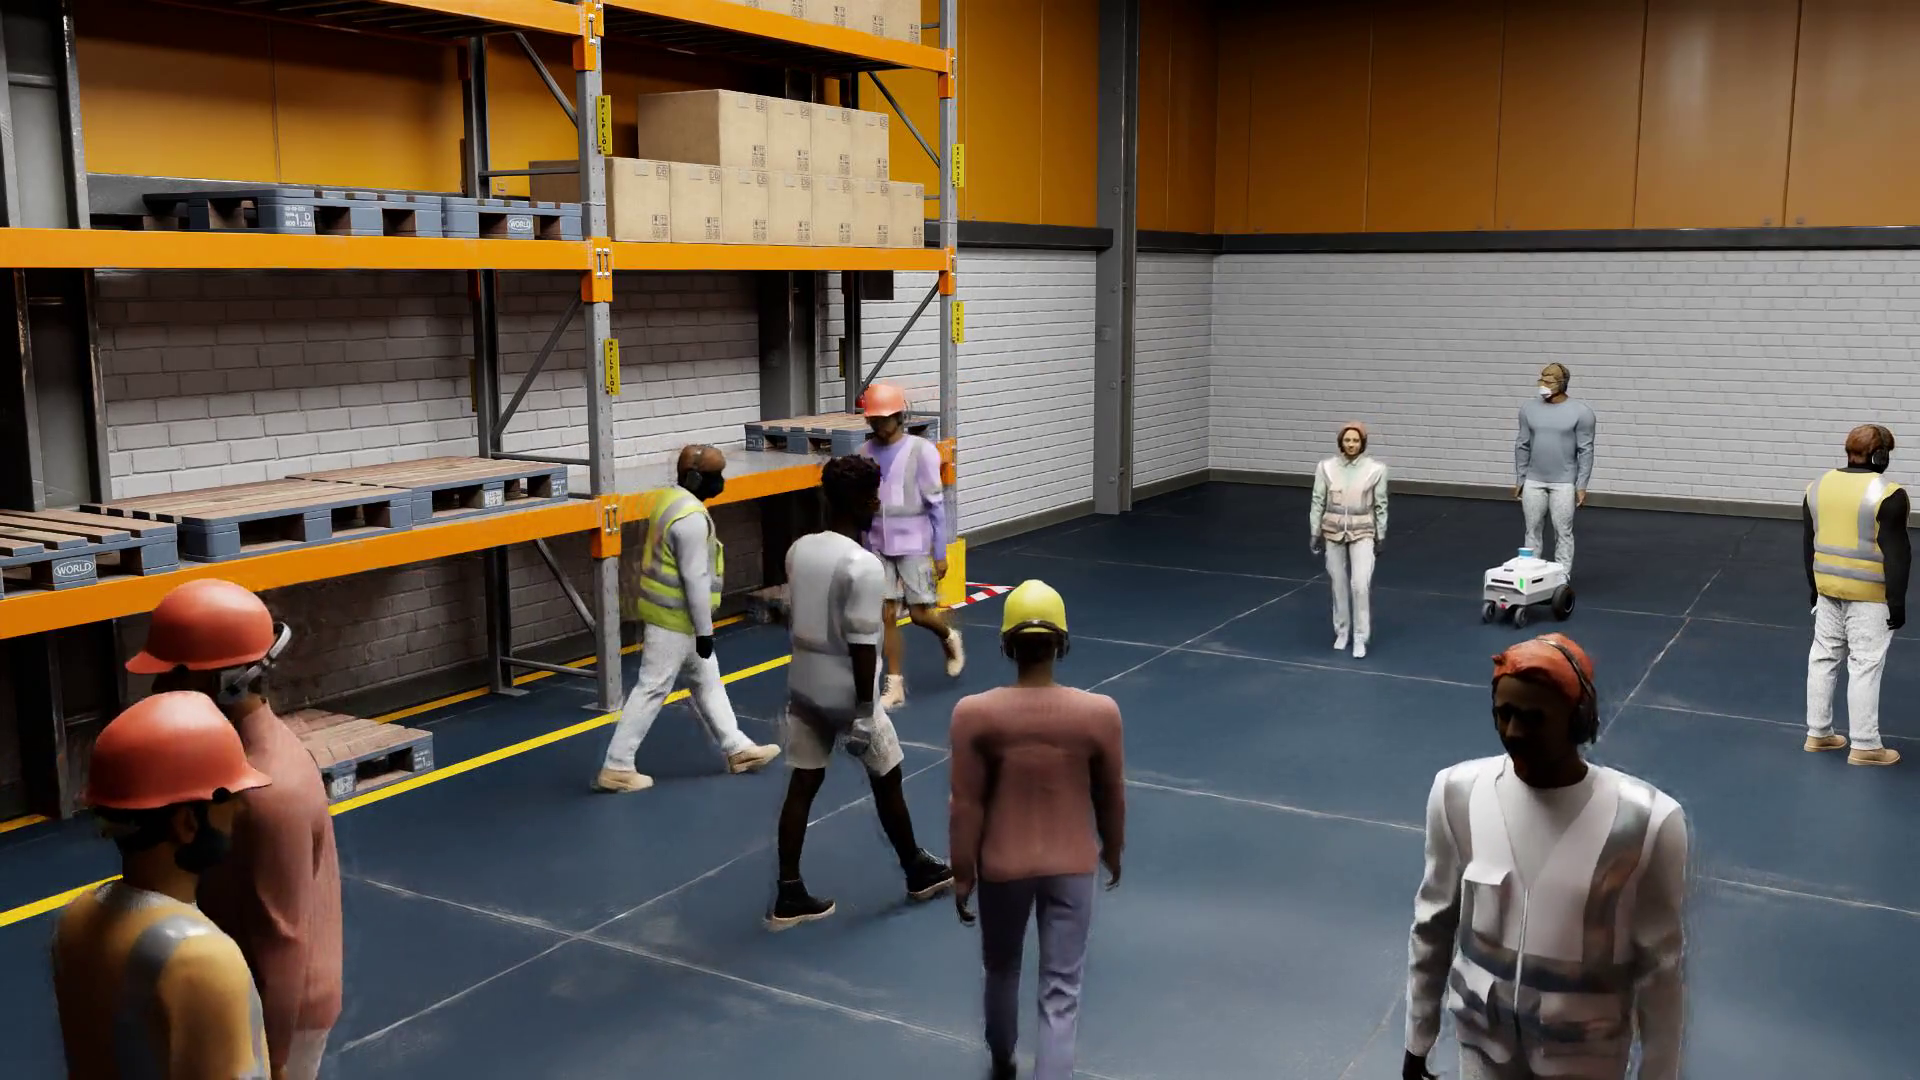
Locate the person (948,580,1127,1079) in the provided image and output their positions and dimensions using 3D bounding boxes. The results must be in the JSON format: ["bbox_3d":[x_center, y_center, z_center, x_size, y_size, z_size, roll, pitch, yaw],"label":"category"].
[{"bbox_3d":[0.244,0.977,5.112,0.540,1.720,0.889,1,9,5],"label":"person"}]

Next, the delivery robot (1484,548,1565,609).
[{"bbox_3d":[4.300,0.303,12.664,0.707,0.478,0.477,-9,13,-43],"label":"delivery robot"}]

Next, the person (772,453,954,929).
[{"bbox_3d":[-0.414,0.595,6.853,0.953,1.918,0.633,-8,12,-42],"label":"person"}]

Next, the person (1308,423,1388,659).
[{"bbox_3d":[2.673,0.001,11.507,0.512,1.618,0.679,4,10,23],"label":"person"}]

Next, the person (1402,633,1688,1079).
[{"bbox_3d":[1.278,1.128,3.688,0.613,1.876,0.432,8,12,41],"label":"person"}]

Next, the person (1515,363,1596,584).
[{"bbox_3d":[4.775,-0.460,13.418,0.629,1.937,0.377,8,12,42],"label":"person"}]

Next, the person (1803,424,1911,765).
[{"bbox_3d":[4.878,0.290,9.031,0.429,1.844,0.621,-3,10,-20],"label":"person"}]

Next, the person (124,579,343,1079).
[{"bbox_3d":[-1.637,1.056,3.814,0.433,1.976,0.645,-6,11,-33],"label":"person"}]

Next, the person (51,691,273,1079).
[{"bbox_3d":[-1.393,1.236,2.941,0.564,1.953,0.586,9,13,43],"label":"person"}]

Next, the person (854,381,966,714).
[{"bbox_3d":[-0.305,0.022,10.183,0.666,2.008,0.793,6,11,32],"label":"person"}]

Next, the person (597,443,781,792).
[{"bbox_3d":[-1.428,0.396,8.542,0.984,1.784,0.654,-2,9,-14],"label":"person"}]
